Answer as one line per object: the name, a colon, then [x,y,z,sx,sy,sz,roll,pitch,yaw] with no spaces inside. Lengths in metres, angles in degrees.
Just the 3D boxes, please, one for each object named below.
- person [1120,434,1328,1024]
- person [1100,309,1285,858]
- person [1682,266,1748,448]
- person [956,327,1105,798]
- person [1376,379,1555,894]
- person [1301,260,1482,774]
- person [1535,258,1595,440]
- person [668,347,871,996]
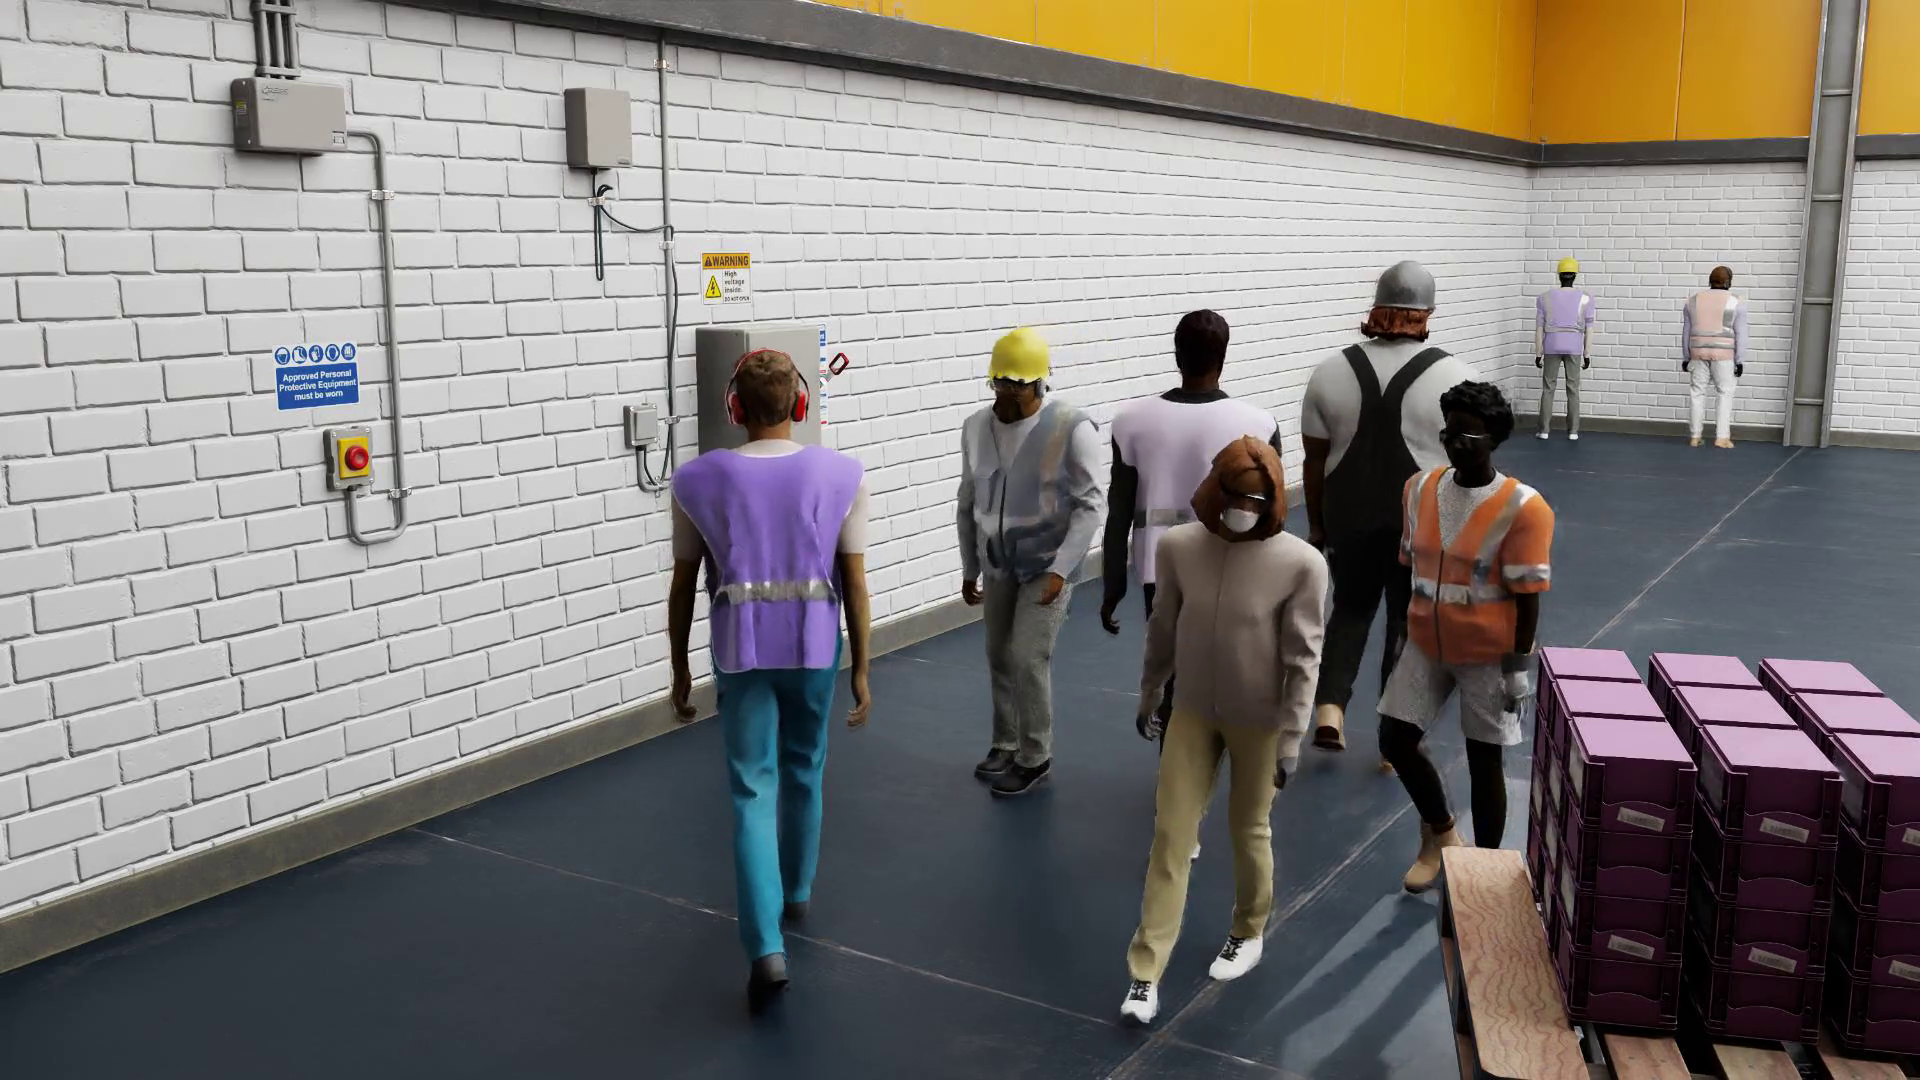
person: [0.685,0.507,4.492,0.552,1.589,0.776,6,12,28]
person: [0.815,0.132,5.835,0.617,1.870,1.016,4,11,19]
person: [7.642,-1.851,16.897,0.677,1.844,0.431,10,14,44]
person: [0.253,0.093,6.277,0.631,1.783,0.522,7,12,35]
person: [1.559,0.343,5.141,0.384,1.680,0.551,-8,13,-38]
person: [1.724,-0.092,6.579,0.687,2.000,0.538,6,12,29]
person: [6.362,-2.008,17.551,0.581,1.917,0.406,3,11,17]
person: [-0.538,0.353,4.785,0.580,1.803,0.953,-2,10,-10]
